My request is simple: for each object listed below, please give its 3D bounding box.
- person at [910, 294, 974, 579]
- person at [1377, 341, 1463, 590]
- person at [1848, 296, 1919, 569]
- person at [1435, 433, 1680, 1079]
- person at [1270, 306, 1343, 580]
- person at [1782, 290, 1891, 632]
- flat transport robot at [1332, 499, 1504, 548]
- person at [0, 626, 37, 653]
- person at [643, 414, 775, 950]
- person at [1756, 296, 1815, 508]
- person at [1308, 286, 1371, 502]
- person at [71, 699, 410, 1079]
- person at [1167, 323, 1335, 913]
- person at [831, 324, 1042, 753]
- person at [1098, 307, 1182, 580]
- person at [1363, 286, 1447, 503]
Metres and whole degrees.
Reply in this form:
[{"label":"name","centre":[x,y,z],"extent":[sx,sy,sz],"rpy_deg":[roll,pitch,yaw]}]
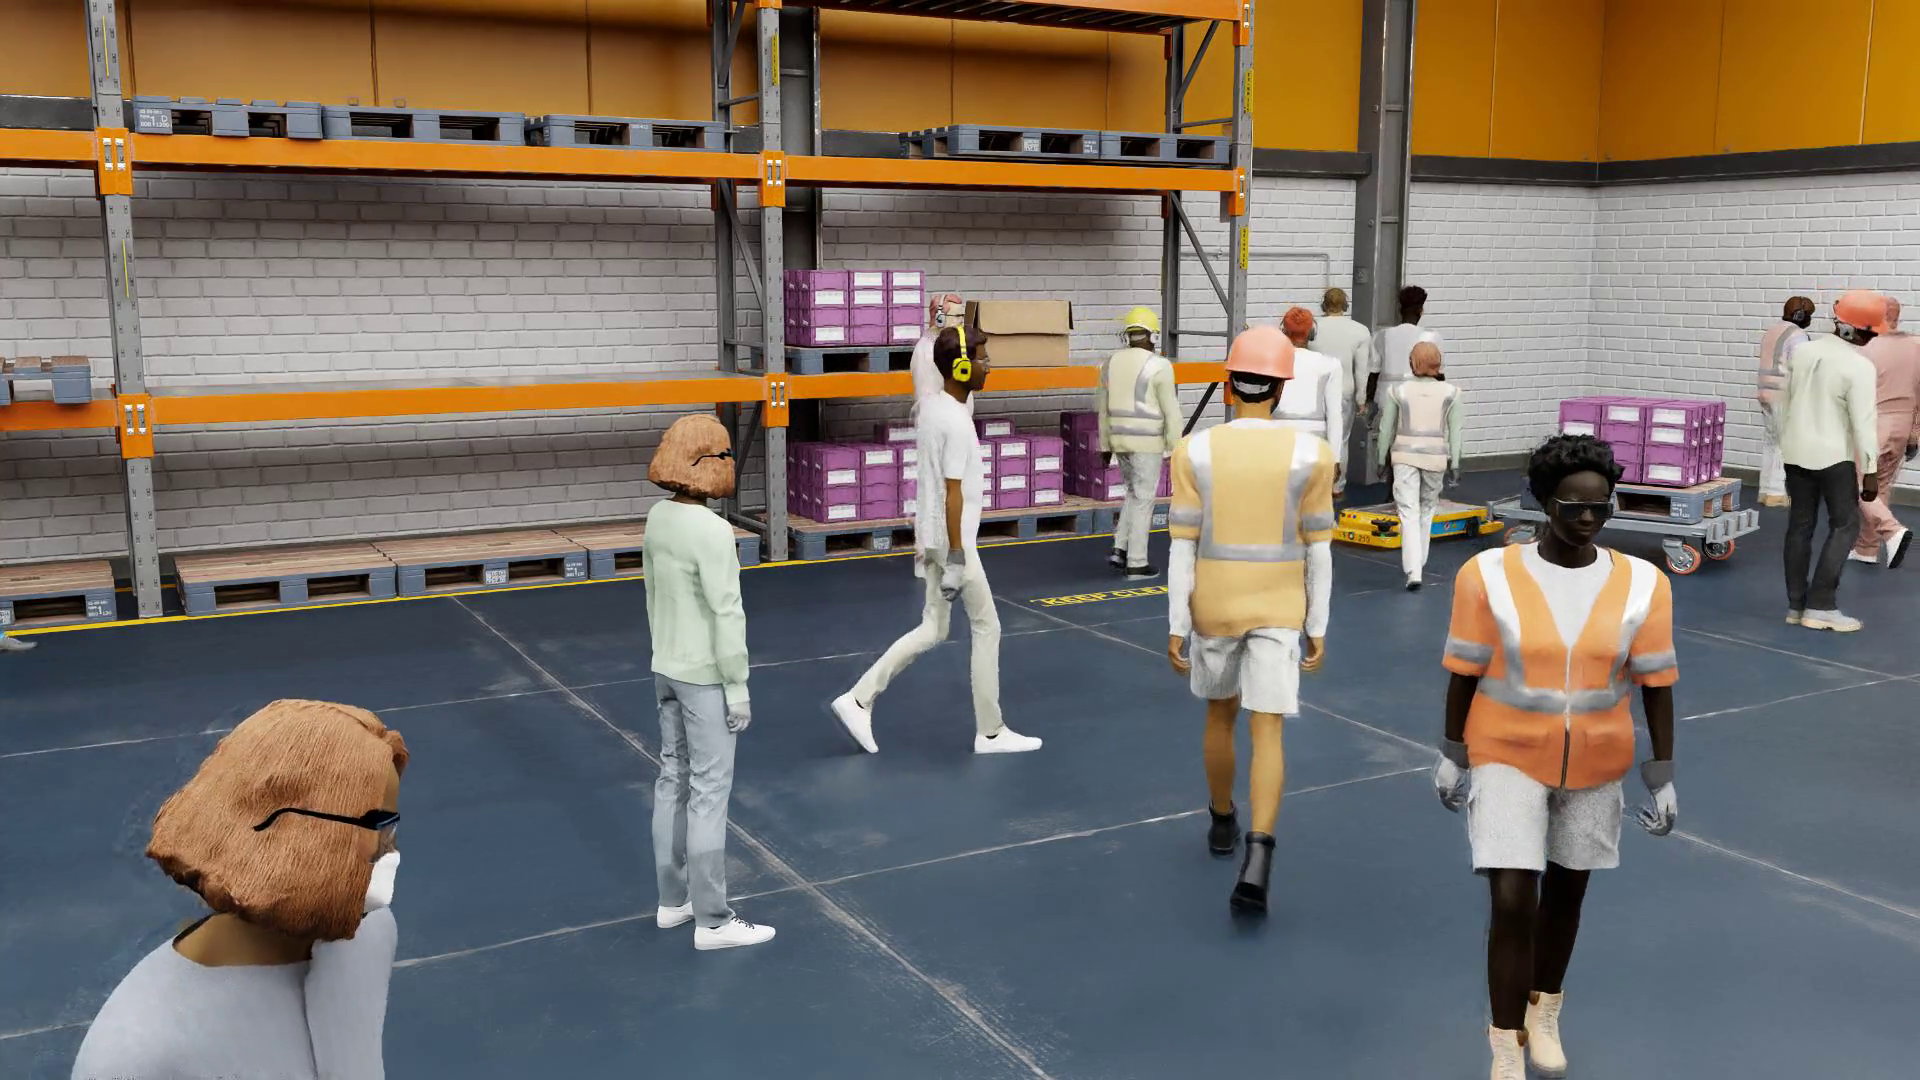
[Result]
[{"label":"person","centre":[-0.107,-0.683,11.092],"extent":[0.400,1.900,0.636],"rpy_deg":[2,10,12]},{"label":"person","centre":[2.983,-0.492,10.813],"extent":[0.525,1.599,0.839],"rpy_deg":[1,9,6]},{"label":"person","centre":[6.326,-0.724,11.386],"extent":[0.661,1.881,0.700],"rpy_deg":[-2,10,-14]},{"label":"person","centre":[1.469,0.576,4.057],"extent":[0.553,1.665,0.691],"rpy_deg":[1,9,5]},{"label":"person","centre":[2.119,-0.556,10.529],"extent":[0.586,1.839,1.002],"rpy_deg":[1,9,9]},{"label":"person","centre":[4.941,-0.450,9.546],"extent":[0.408,1.948,0.666],"rpy_deg":[-3,10,-19]},{"label":"flat transport robot","centre":[3.464,-0.143,12.729],"extent":[1.431,0.197,0.652],"rpy_deg":[-7,12,-37]},{"label":"person","centre":[-5.357,-0.249,8.668],"extent":[0.752,1.822,0.578],"rpy_deg":[-5,11,-27]},{"label":"person","centre":[-0.791,0.430,5.095],"extent":[0.280,1.633,0.500],"rpy_deg":[-7,12,-37]},{"label":"person","centre":[7.144,-1.198,14.446],"extent":[0.432,1.822,0.654],"rpy_deg":[0,9,2]},{"label":"person","centre":[3.229,-1.247,14.479],"extent":[0.644,1.916,0.827],"rpy_deg":[2,10,15]},{"label":"person","centre":[-0.910,0.966,1.944],"extent":[0.617,1.604,0.554],"rpy_deg":[3,10,20]},{"label":"person","centre":[0.952,0.237,5.498],"extent":[0.542,1.900,0.961],"rpy_deg":[2,9,11]},{"label":"person","centre":[-0.103,0.018,6.982],"extent":[0.824,1.847,0.509],"rpy_deg":[-3,10,-19]},{"label":"person","centre":[1.205,-0.635,11.058],"extent":[0.425,1.808,0.610],"rpy_deg":[-7,12,-38]},{"label":"person","centre":[3.697,-1.119,13.663],"extent":[0.604,1.906,1.015],"rpy_deg":[8,12,39]}]
